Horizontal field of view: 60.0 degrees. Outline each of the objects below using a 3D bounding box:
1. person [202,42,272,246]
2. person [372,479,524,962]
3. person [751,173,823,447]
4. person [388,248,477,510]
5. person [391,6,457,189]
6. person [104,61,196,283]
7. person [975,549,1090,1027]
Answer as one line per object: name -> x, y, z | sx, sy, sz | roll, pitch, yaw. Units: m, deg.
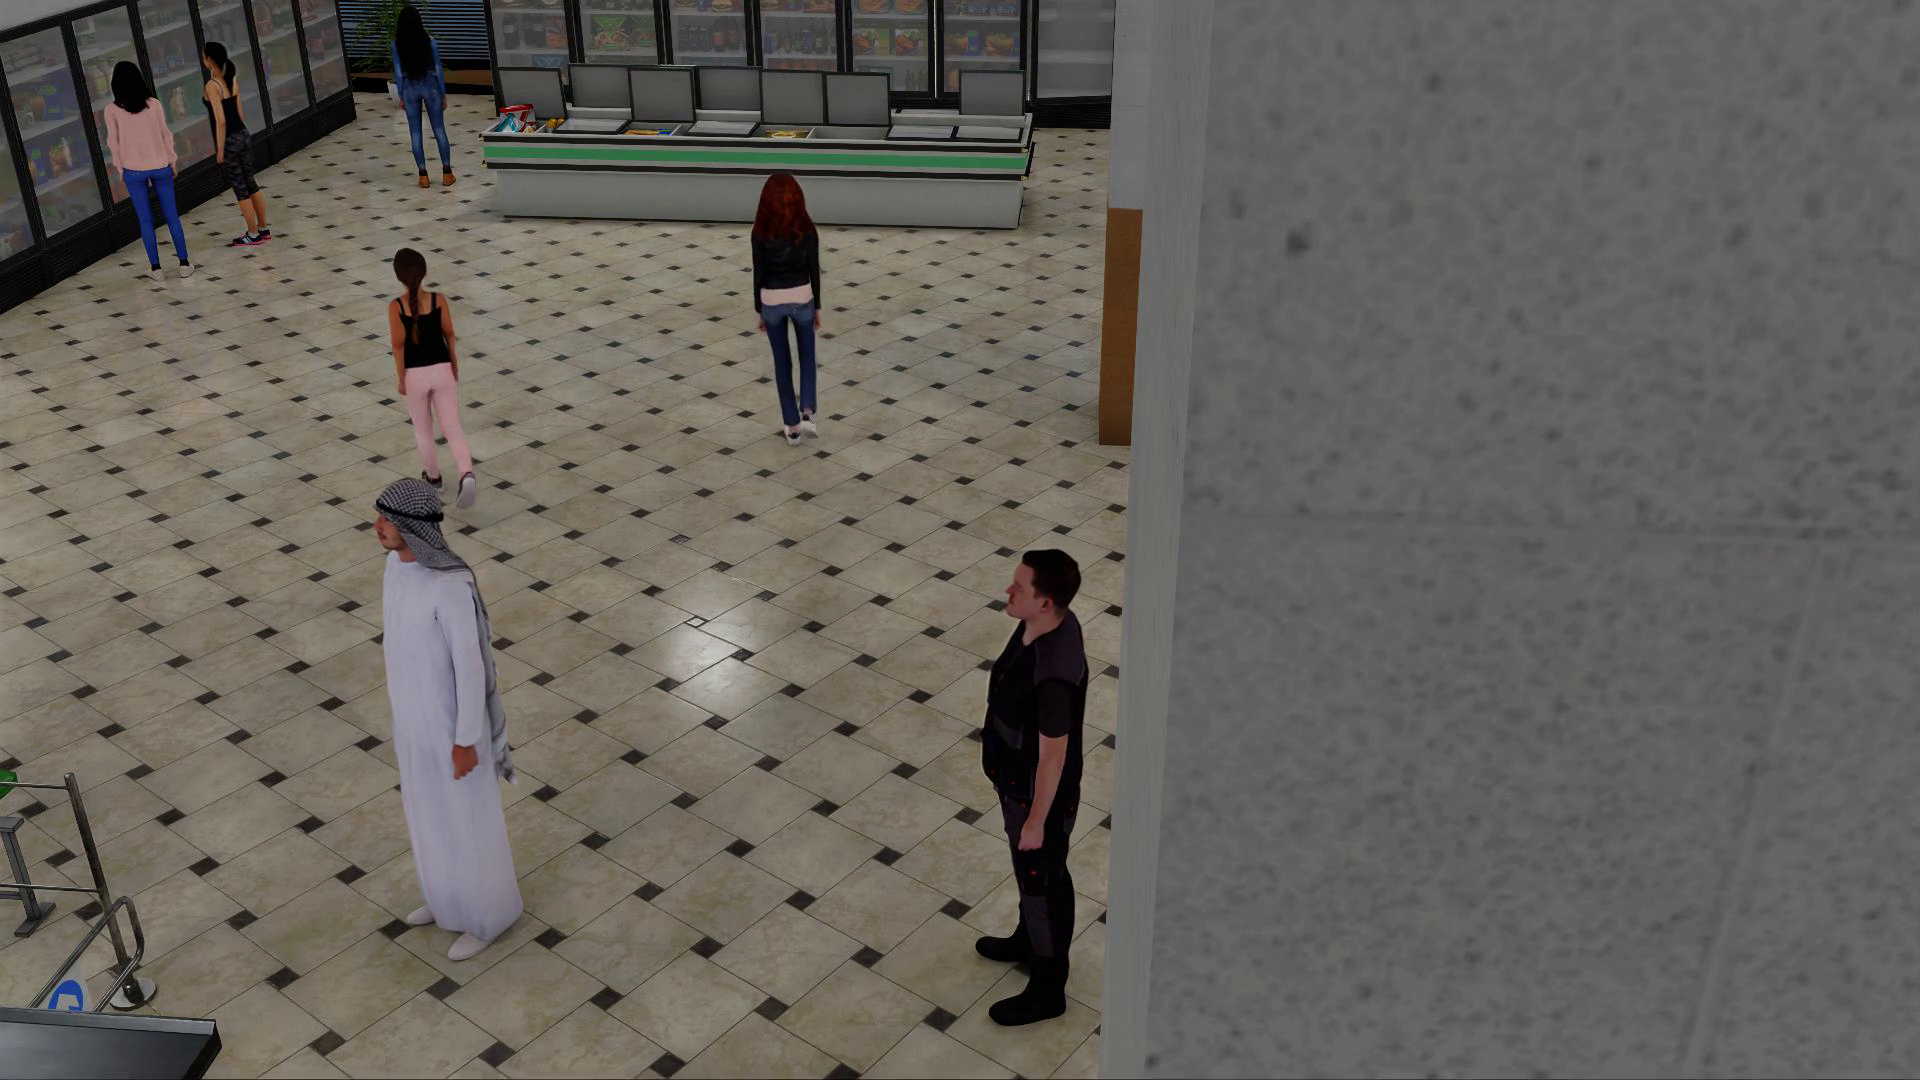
person -> -6.295, -3.431, 14.414 | 0.543, 1.728, 0.583 | 4, 27, 8
person -> -1.913, 0.653, 6.143 | 0.781, 1.927, 0.858 | 23, 35, 38
person -> -1.064, -1.367, 10.289 | 0.801, 1.778, 0.743 | -4, 27, -8
person -> -3.068, -0.920, 9.665 | 0.937, 1.547, 0.907 | -15, 30, -26
person -> -5.219, -4.295, 16.137 | 0.566, 1.712, 0.723 | -6, 28, -12
person -> -6.593, -2.989, 13.498 | 0.675, 1.770, 0.783 | -14, 30, -25
person -> 0.271, 0.853, 5.837 | 0.652, 1.846, 0.746 | -2, 27, -5
